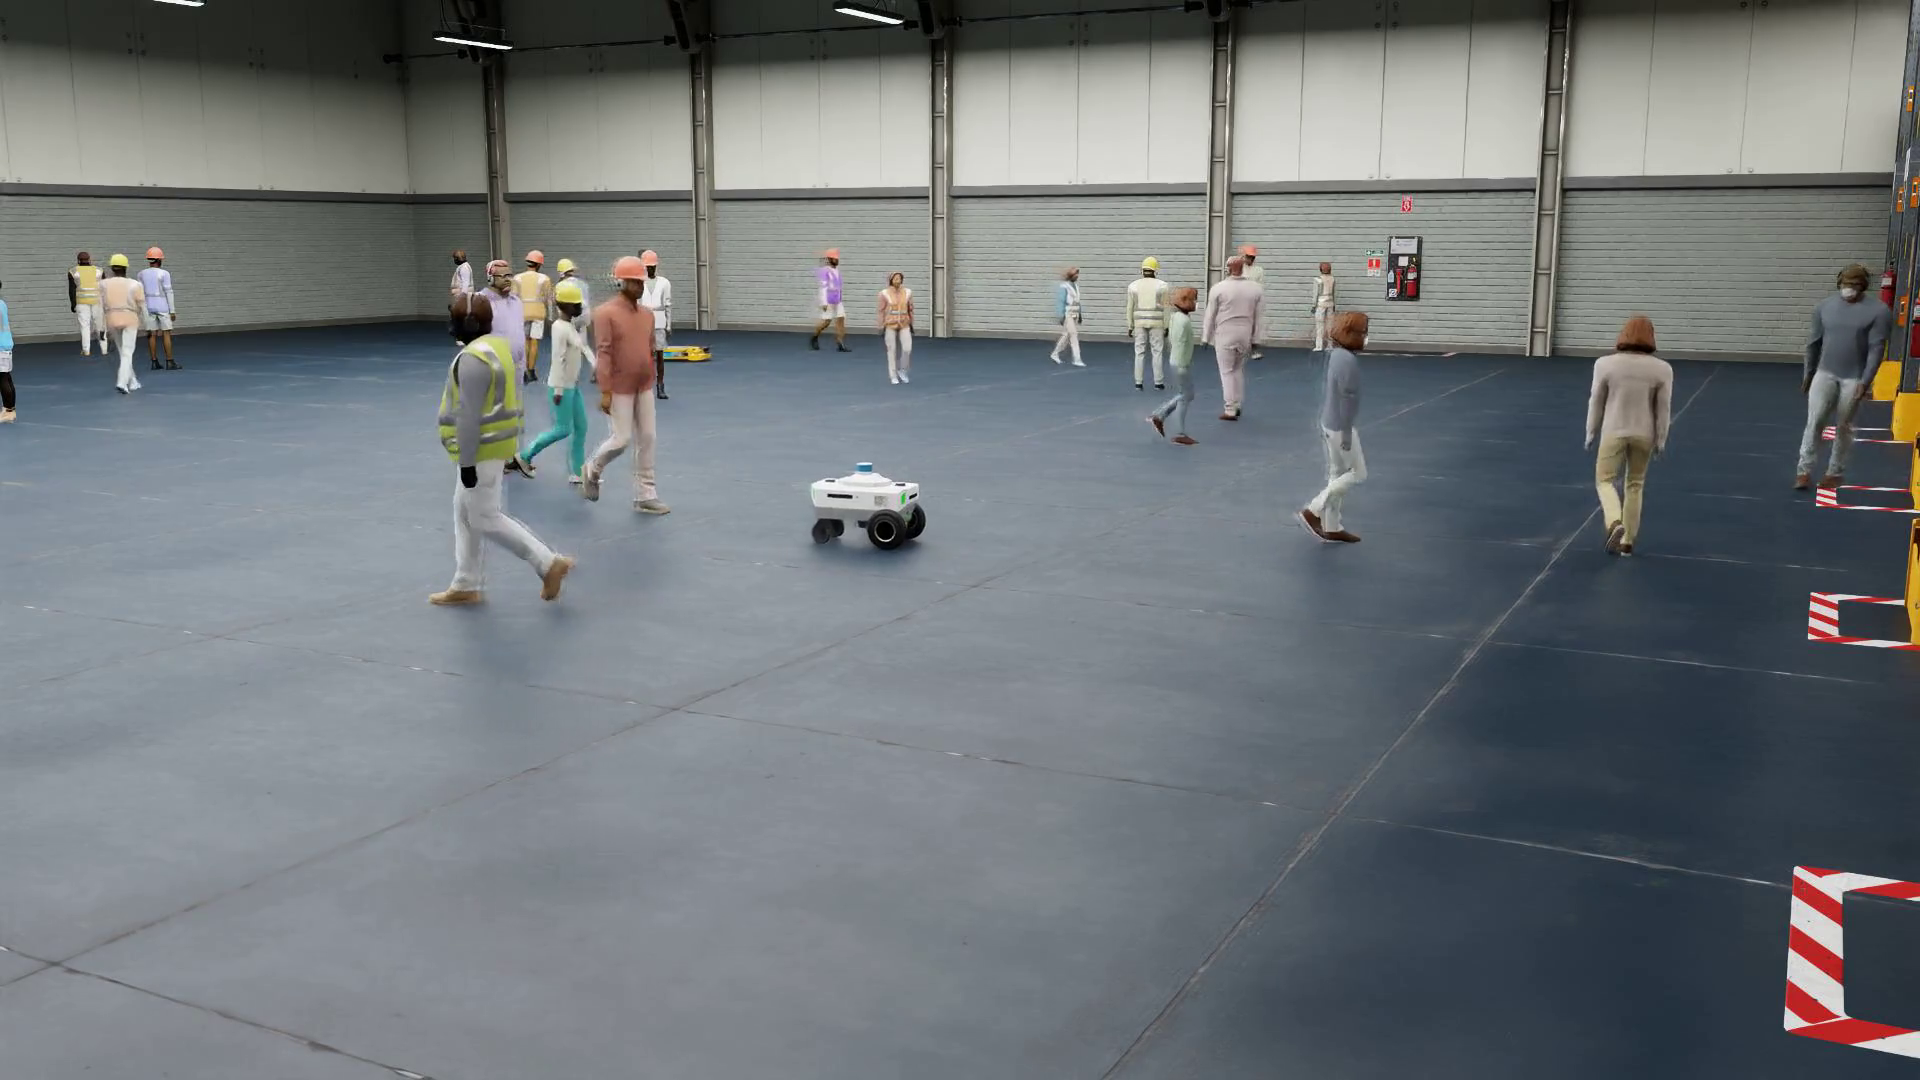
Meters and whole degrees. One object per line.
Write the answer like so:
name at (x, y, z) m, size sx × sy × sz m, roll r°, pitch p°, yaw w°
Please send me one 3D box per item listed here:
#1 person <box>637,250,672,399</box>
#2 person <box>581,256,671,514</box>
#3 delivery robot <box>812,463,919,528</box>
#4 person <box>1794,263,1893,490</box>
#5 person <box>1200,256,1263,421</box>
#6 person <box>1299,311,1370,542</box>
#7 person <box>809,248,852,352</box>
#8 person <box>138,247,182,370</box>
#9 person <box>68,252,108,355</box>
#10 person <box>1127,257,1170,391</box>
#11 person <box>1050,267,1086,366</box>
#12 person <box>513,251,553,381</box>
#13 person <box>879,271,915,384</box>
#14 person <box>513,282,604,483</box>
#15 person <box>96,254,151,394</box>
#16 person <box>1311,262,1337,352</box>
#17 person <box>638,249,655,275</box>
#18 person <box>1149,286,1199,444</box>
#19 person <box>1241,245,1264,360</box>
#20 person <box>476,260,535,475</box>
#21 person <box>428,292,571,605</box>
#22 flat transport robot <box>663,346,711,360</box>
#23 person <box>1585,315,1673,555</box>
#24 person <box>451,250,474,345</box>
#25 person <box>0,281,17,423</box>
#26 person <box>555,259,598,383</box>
person at (-4.009, -2.782, 21.594) m, size 0.552 × 1.932 × 0.377 m, roll -4°, pitch 11°, yaw -18°
person at (-2.582, -1.181, 12.752) m, size 0.707 × 1.977 × 0.628 m, roll 8°, pitch 13°, yaw 36°
delivery robot at (-0.659, -0.292, 11.510) m, size 0.707 × 0.478 × 0.477 m, roll 3°, pitch 11°, yaw 17°
person at (7.304, -1.330, 13.798) m, size 0.659 × 1.898 × 0.797 m, roll 9°, pitch 14°, yaw 41°
person at (3.125, -2.339, 19.319) m, size 0.665 × 1.883 × 0.675 m, roll -4°, pitch 11°, yaw -19°
person at (2.615, -0.762, 11.437) m, size 0.395 × 1.617 × 0.506 m, roll 0°, pitch 10°, yaw 2°
person at (-2.387, -4.400, 30.492) m, size 0.848 × 1.911 × 0.555 m, roll 7°, pitch 13°, yaw 35°
person at (-12.696, -3.658, 26.361) m, size 0.542 × 1.938 × 0.358 m, roll 1°, pitch 10°, yaw 6°
person at (-15.580, -4.227, 29.741) m, size 0.621 × 1.838 × 0.429 m, roll -8°, pitch 13°, yaw -36°
person at (2.601, -2.965, 22.867) m, size 0.587 × 1.835 × 0.404 m, roll 3°, pitch 11°, yaw 17°
person at (1.788, -3.670, 27.385) m, size 0.764 × 1.623 × 0.528 m, roll 6°, pitch 12°, yaw 30°
person at (-6.270, -3.297, 24.506) m, size 0.559 × 1.889 × 0.822 m, roll 1°, pitch 10°, yaw 3°
person at (-0.891, -3.028, 23.759) m, size 0.545 × 1.621 × 0.460 m, roll -3°, pitch 11°, yaw -17°
person at (-3.434, -1.315, 14.117) m, size 0.665 × 1.736 × 0.551 m, roll -1°, pitch 10°, yaw -3°
person at (-11.341, -2.928, 22.535) m, size 0.609 × 1.886 × 0.978 m, roll -1°, pitch 10°, yaw -8°
person at (6.690, -4.279, 30.561) m, size 0.524 × 1.639 × 0.308 m, roll -5°, pitch 11°, yaw -24°
person at (-6.877, -5.345, 35.874) m, size 0.530 × 1.821 × 0.731 m, roll -9°, pitch 14°, yaw -41°
person at (2.223, -1.776, 16.959) m, size 0.434 × 1.617 × 0.514 m, roll 1°, pitch 10°, yaw 5°
person at (4.940, -4.061, 28.506) m, size 0.621 × 1.964 × 0.869 m, roll -1°, pitch 10°, yaw -5°
person at (-4.102, -1.549, 14.948) m, size 0.409 × 1.908 × 0.639 m, roll 5°, pitch 12°, yaw 26°
person at (-2.661, -0.498, 9.480) m, size 0.794 × 1.820 × 0.631 m, roll -1°, pitch 10°, yaw -4°
flat transport robot at (-5.028, -3.187, 28.343) m, size 1.431 × 0.197 × 0.652 m, roll 1°, pitch 10°, yaw 6°
person at (4.394, -0.668, 10.930) m, size 0.511 × 1.615 × 0.543 m, roll 2°, pitch 11°, yaw 12°
person at (-9.670, -4.706, 32.349) m, size 0.429 × 1.840 × 0.621 m, roll -3°, pitch 11°, yaw -15°
person at (-10.974, -2.178, 18.950) m, size 0.319 × 1.696 × 0.532 m, roll -4°, pitch 11°, yaw -19°
person at (-5.497, -3.144, 23.944) m, size 0.736 × 1.807 × 0.610 m, roll 6°, pitch 12°, yaw 32°
